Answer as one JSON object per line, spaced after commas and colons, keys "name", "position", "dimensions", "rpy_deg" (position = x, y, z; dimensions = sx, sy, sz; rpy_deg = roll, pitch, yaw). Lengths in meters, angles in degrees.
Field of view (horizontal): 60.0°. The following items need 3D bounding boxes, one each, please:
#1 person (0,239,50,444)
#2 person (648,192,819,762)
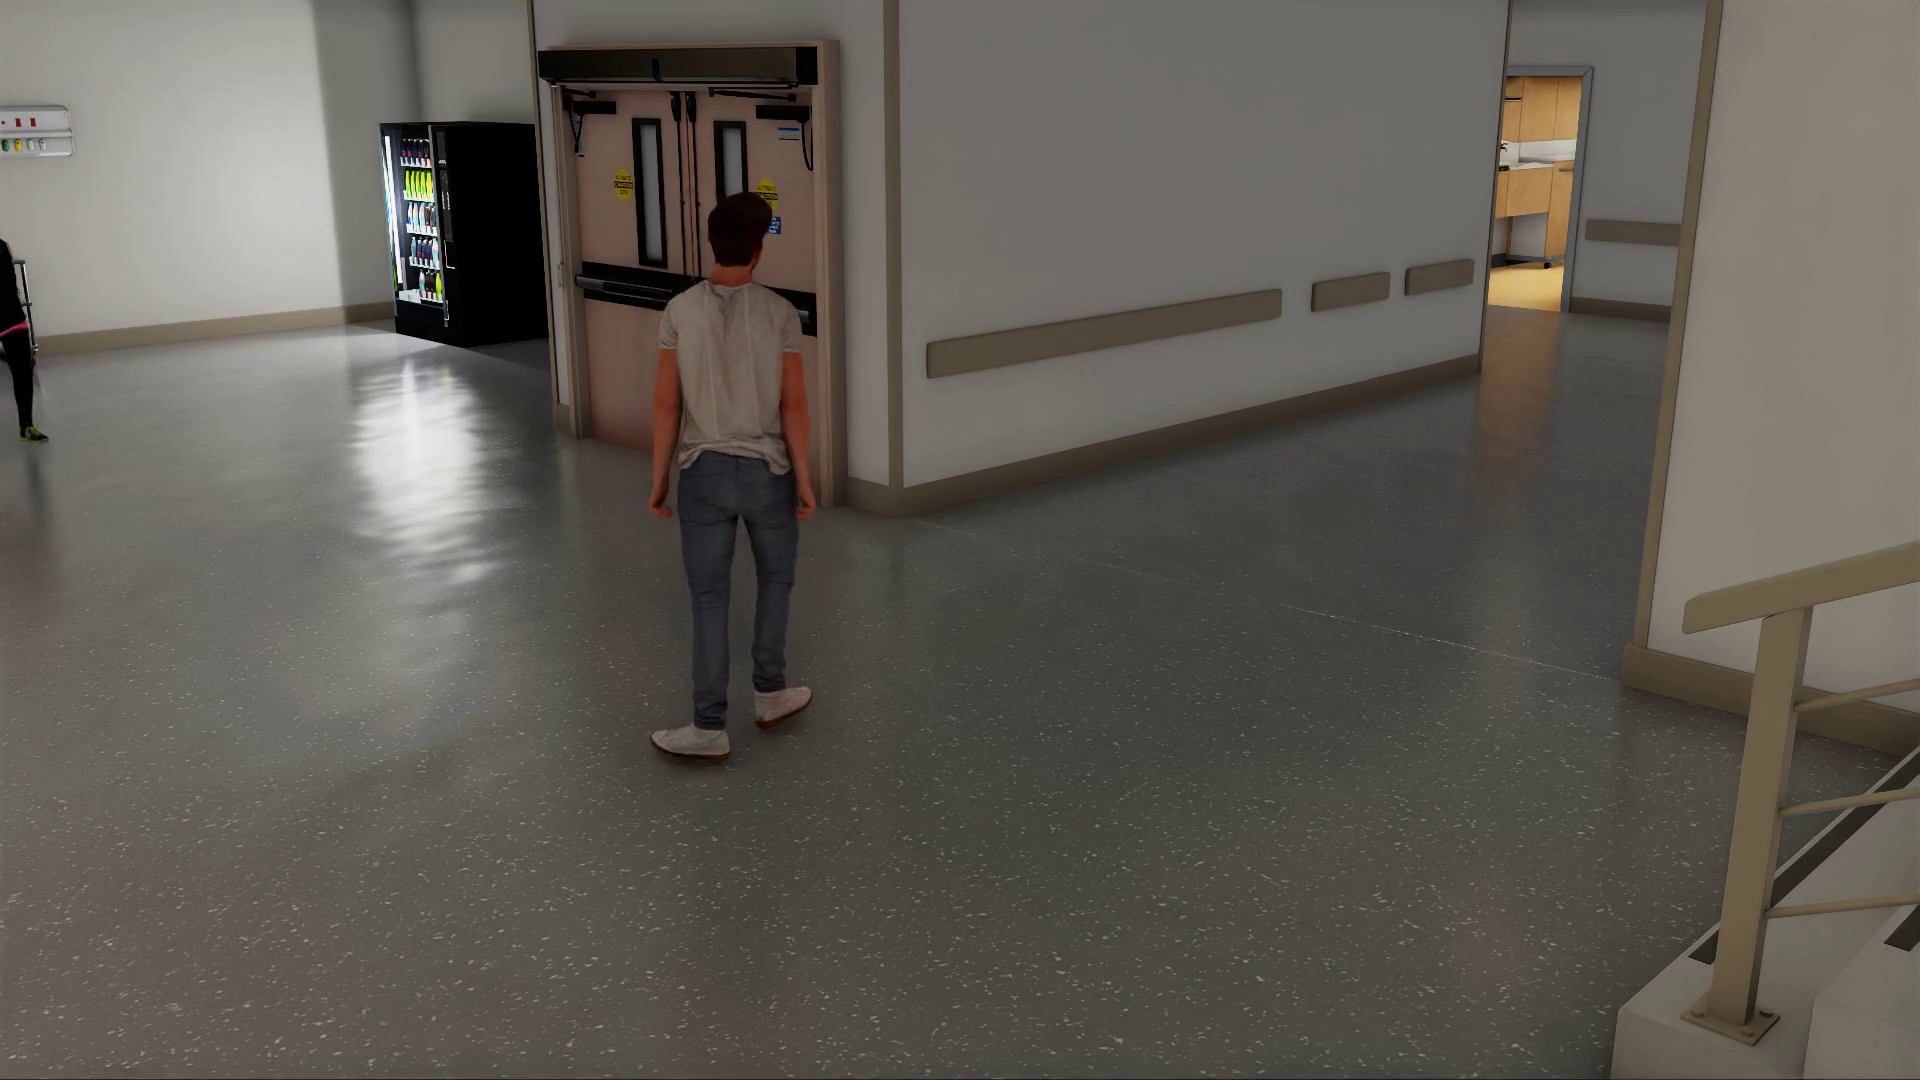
{"name": "person", "position": [-6.037, -1.361, 10.328], "dimensions": [0.948, 1.537, 0.691], "rpy_deg": [9, 18, 28]}
{"name": "person", "position": [-0.778, -0.193, 5.580], "dimensions": [0.945, 1.865, 0.997], "rpy_deg": [-4, 16, -13]}
